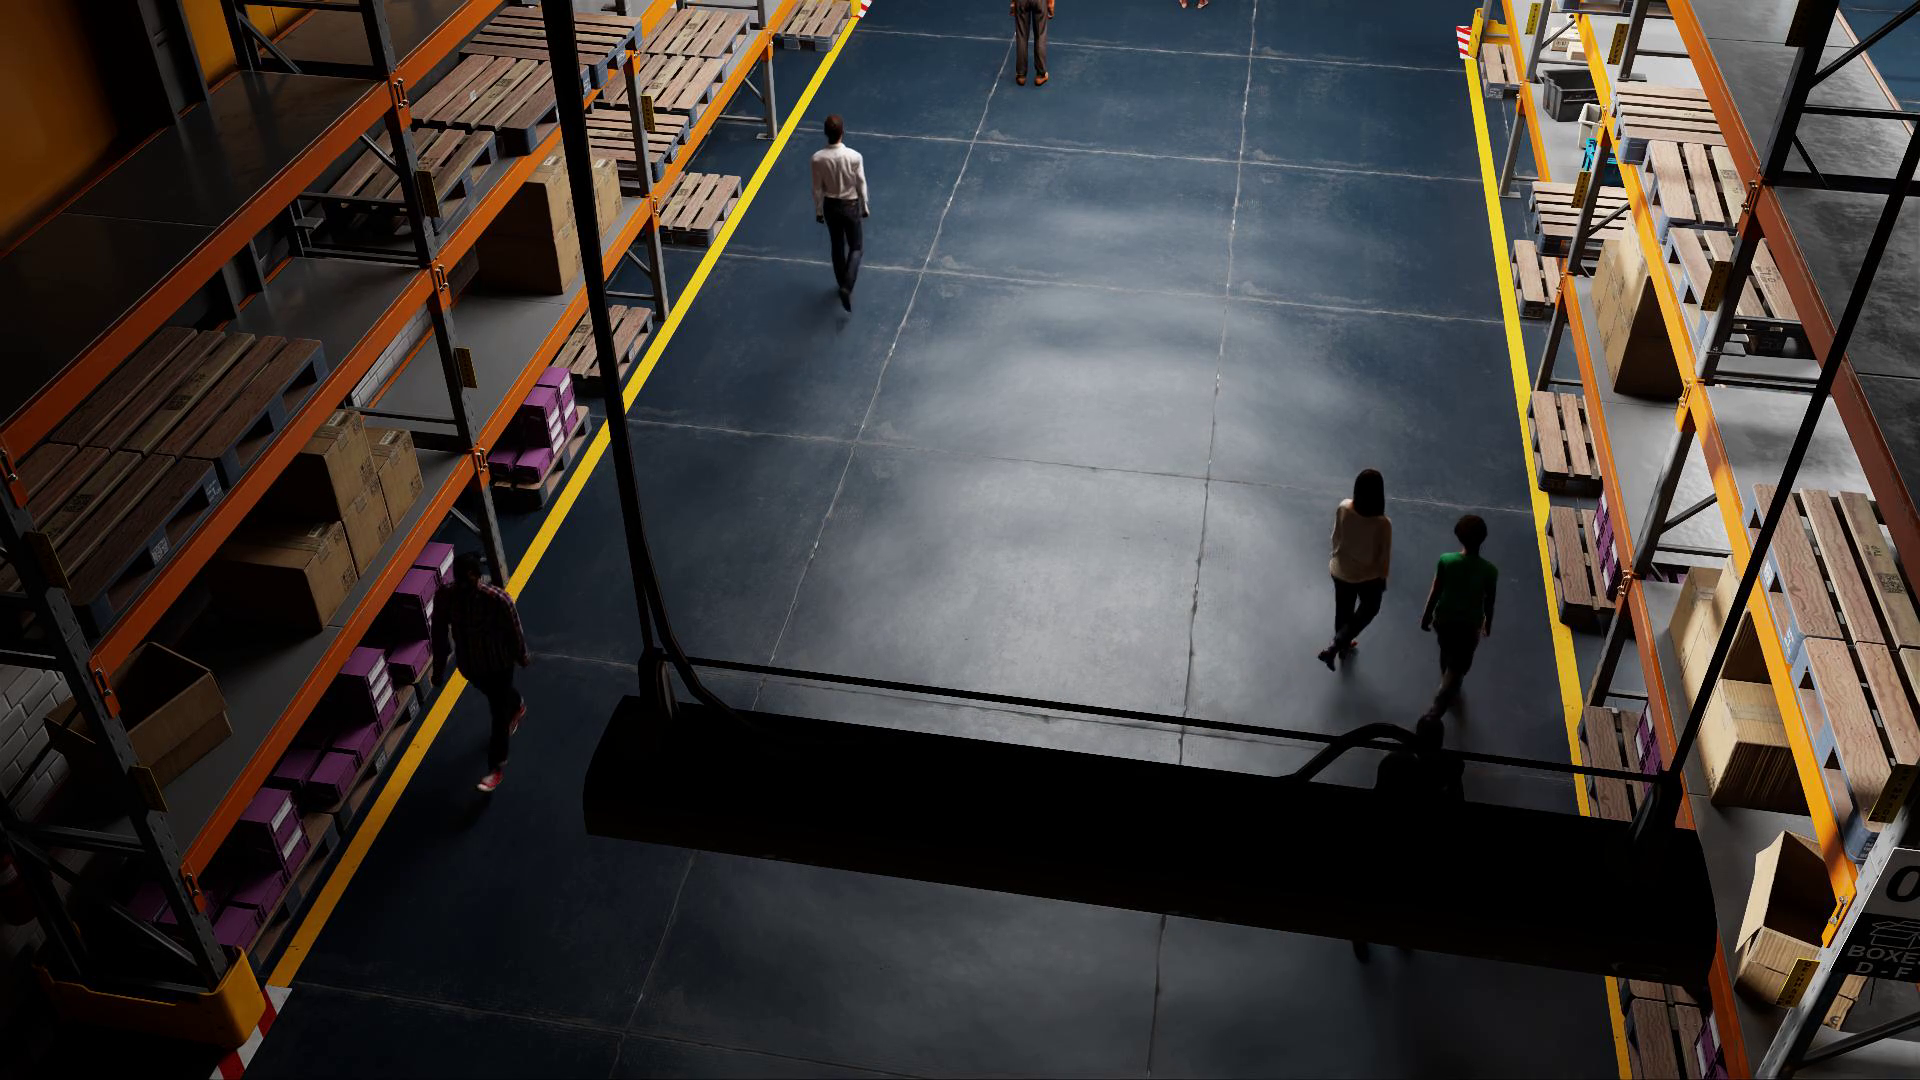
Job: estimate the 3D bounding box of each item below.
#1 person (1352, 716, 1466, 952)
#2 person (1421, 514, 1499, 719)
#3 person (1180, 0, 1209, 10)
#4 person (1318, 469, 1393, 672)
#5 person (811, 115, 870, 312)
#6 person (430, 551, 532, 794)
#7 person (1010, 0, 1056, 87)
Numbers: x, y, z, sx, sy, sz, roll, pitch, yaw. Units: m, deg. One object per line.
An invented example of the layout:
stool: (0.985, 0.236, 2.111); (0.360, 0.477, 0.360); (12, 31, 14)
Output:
person: (2.583, 1.691, 9.642); (0.719, 1.800, 0.643); (-4, 39, -5)
person: (3.318, 0.625, 11.130); (0.853, 1.608, 1.157); (24, 44, 27)
person: (3.086, -7.780, 21.564); (0.607, 1.721, 0.483); (6, 39, 8)
person: (2.712, 0.254, 11.547); (0.933, 1.668, 0.853); (-30, 47, -32)
person: (-1.101, -3.033, 15.515); (0.666, 1.852, 1.022); (5, 39, 6)
person: (-3.083, 0.727, 10.914); (0.723, 1.720, 1.141); (9, 39, 11)
person: (0.845, -6.314, 19.579); (0.712, 1.908, 0.618); (3, 39, 4)
